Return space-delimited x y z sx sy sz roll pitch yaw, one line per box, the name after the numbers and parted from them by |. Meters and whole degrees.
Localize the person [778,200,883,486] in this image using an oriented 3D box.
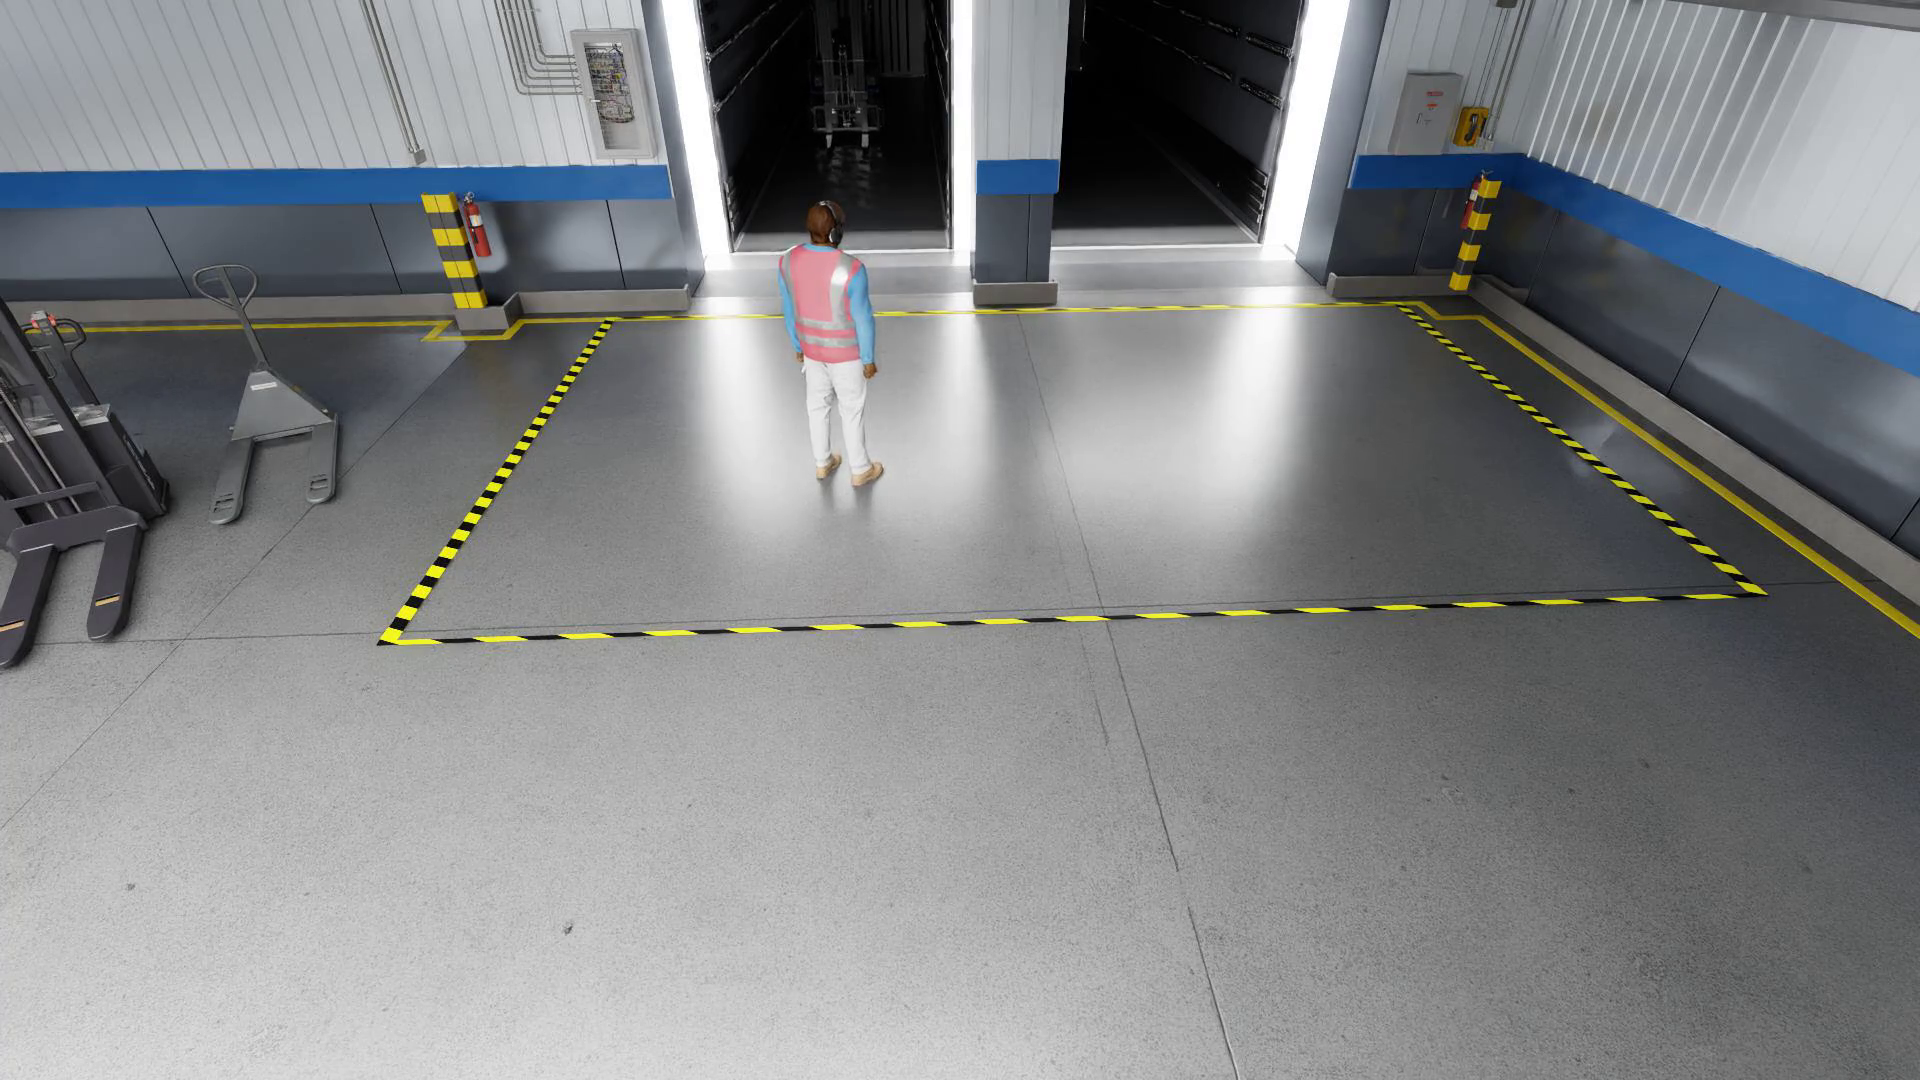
-0.801 -1.218 5.877 0.626 1.840 0.430 16 38 21 | person

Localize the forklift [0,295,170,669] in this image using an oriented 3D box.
-5.212 -0.618 4.878 0.823 1.965 1.885 -20 39 -26 | forklift

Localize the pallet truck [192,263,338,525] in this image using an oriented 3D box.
-4.778 -1.027 6.128 0.680 1.201 1.601 -17 38 -23 | pallet truck

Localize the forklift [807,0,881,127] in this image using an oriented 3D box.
-1.957 -8.274 15.567 1.157 2.036 2.680 -3 35 -4 | forklift
